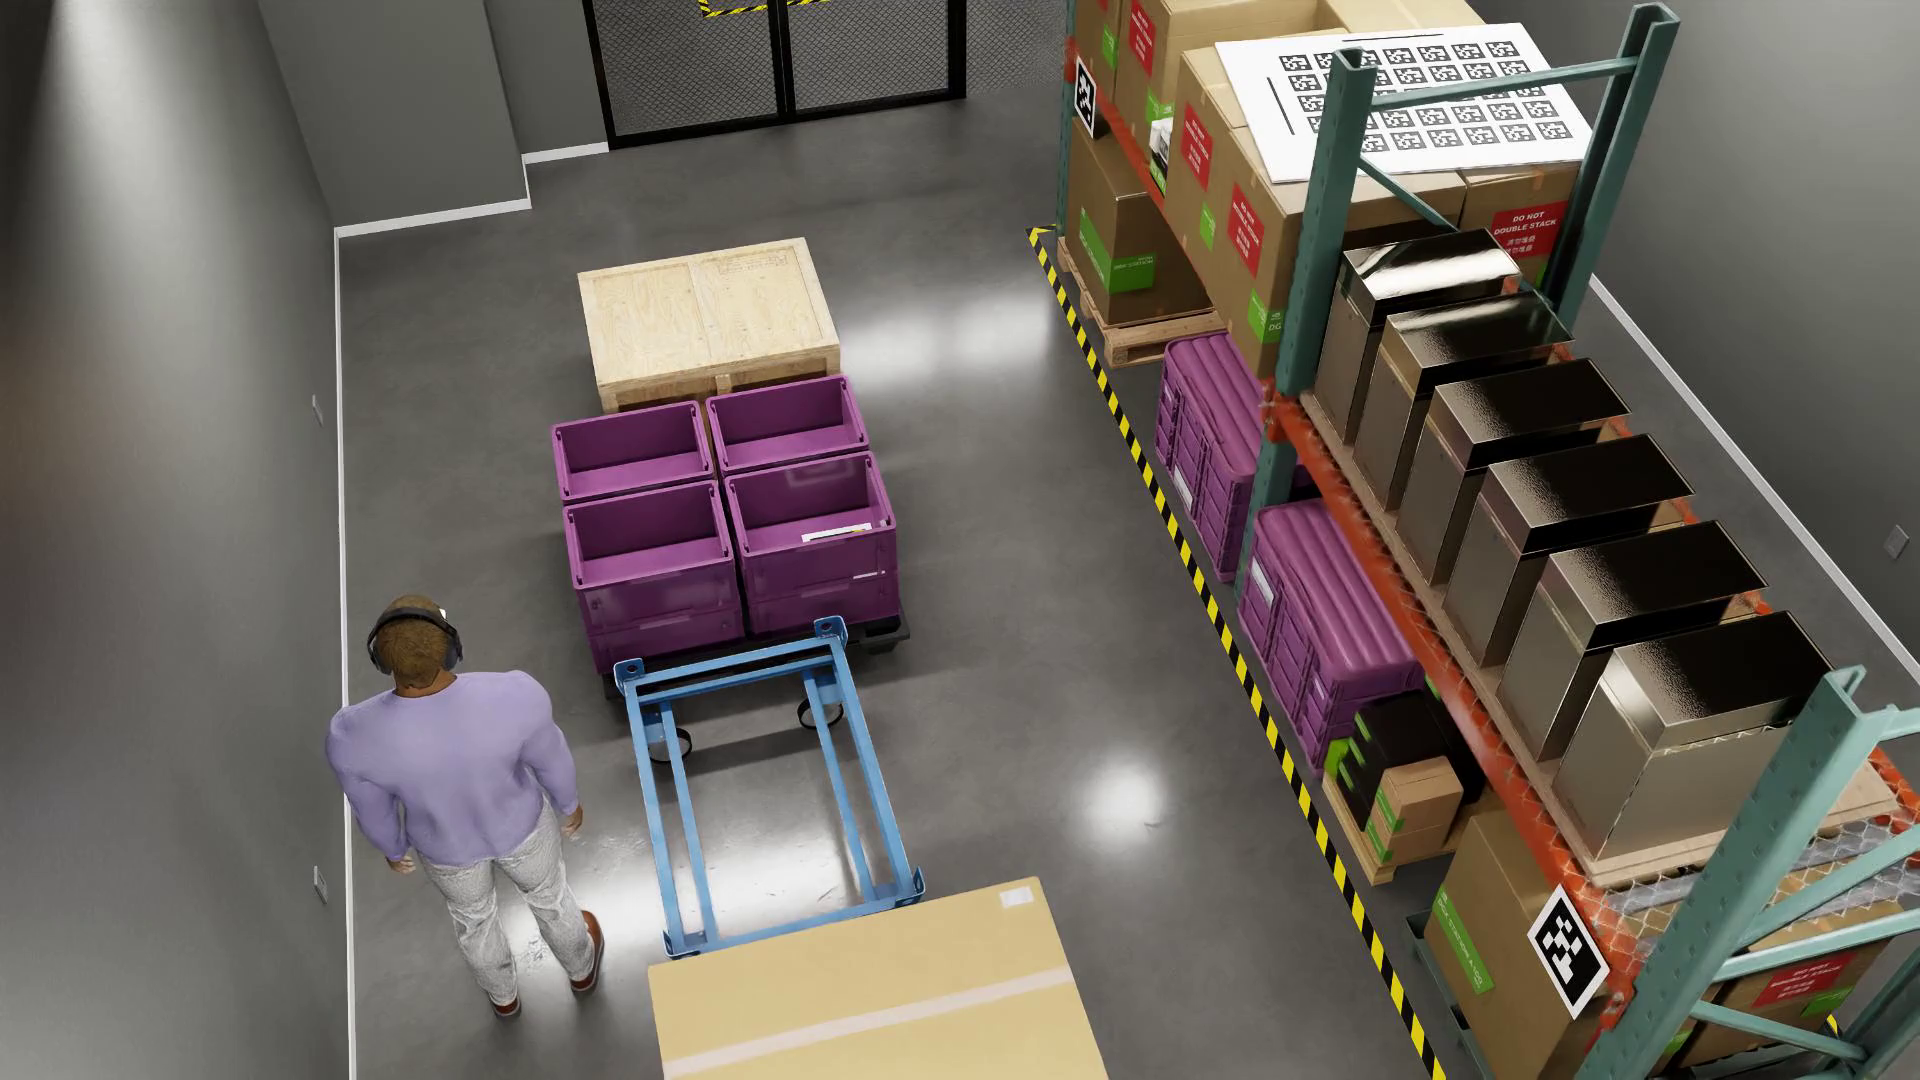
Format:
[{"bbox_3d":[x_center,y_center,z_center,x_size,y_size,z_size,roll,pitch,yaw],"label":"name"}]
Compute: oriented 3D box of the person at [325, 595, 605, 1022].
[{"bbox_3d":[-1.469,0.865,5.092,0.635,1.937,0.353,-13,49,-12],"label":"person"}]
